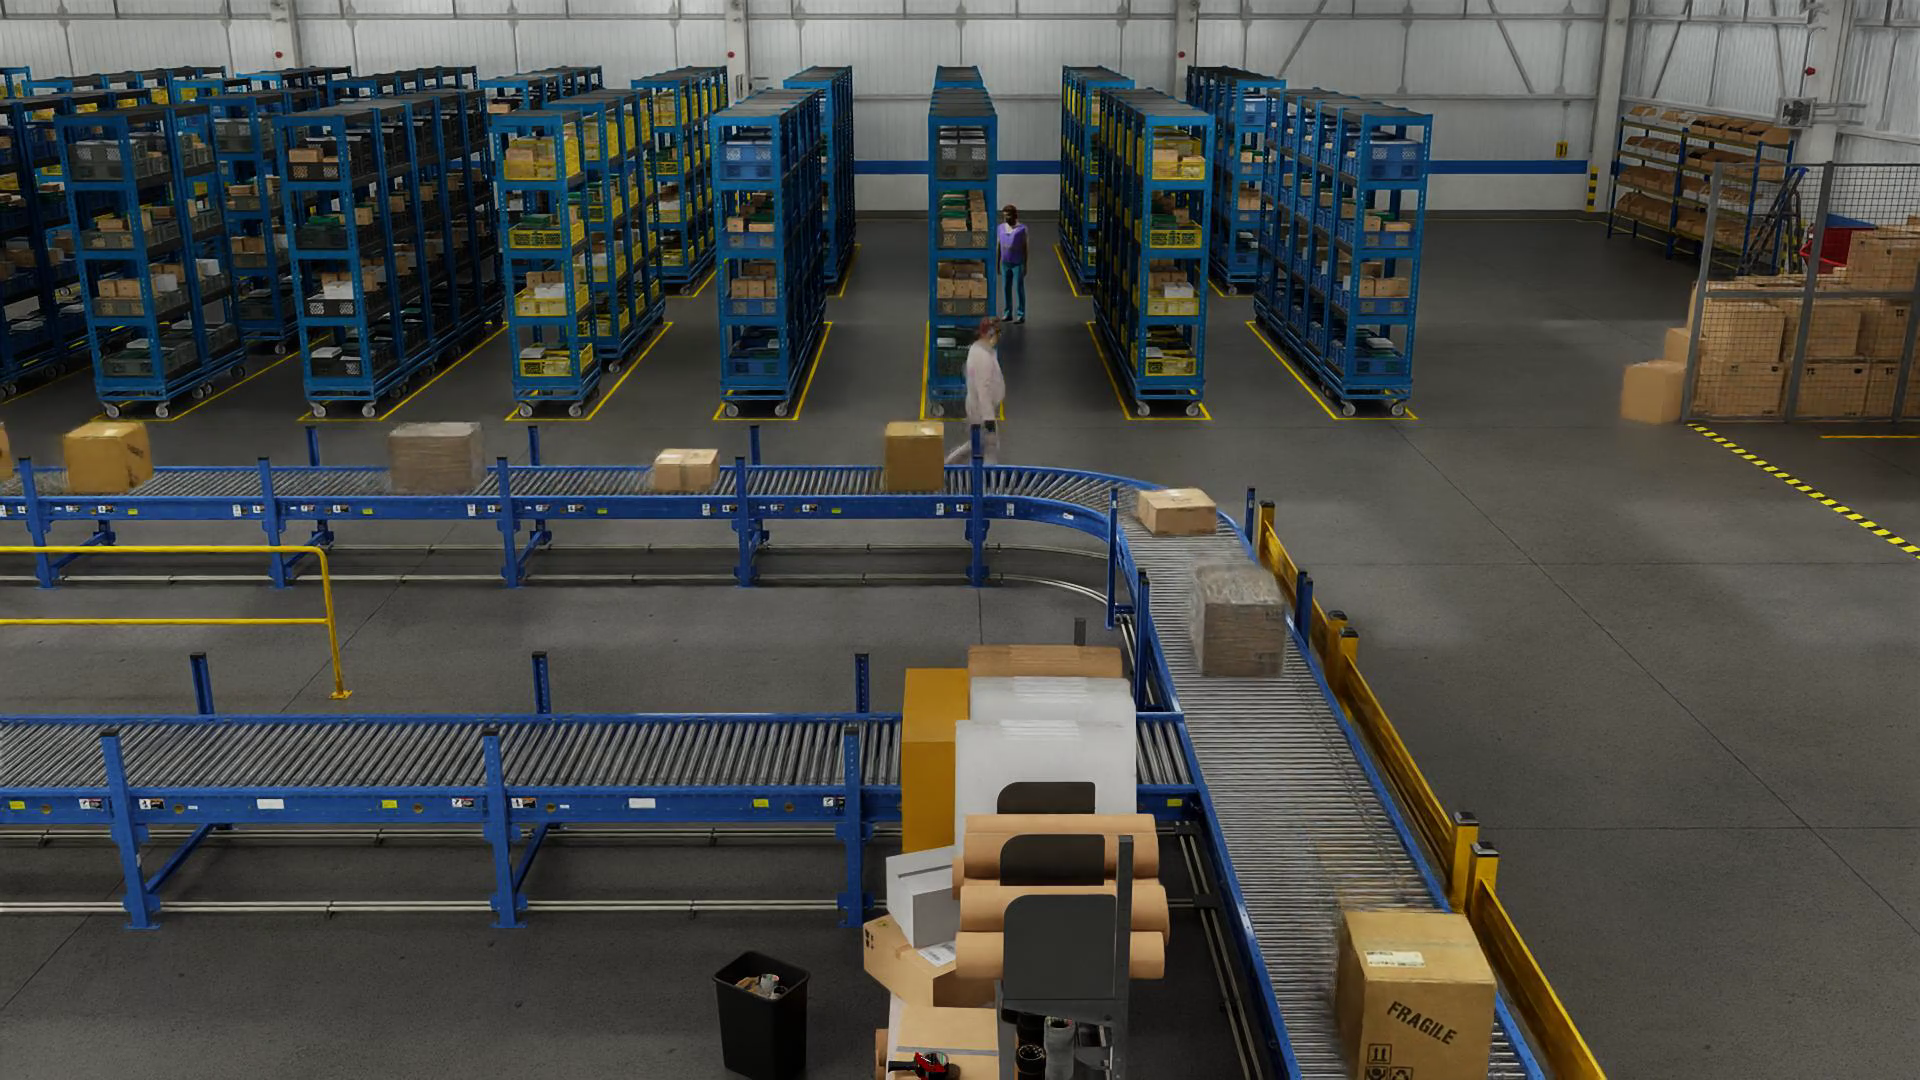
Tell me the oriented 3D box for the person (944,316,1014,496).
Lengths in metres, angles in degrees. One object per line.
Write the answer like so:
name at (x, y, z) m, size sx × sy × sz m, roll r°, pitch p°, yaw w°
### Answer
person at (0.147, -1.321, 16.686) m, size 0.765 × 1.878 × 0.646 m, roll 1°, pitch 18°, yaw 3°

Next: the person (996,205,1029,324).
person at (0.818, -4.298, 25.920) m, size 0.573 × 1.831 × 0.405 m, roll 11°, pitch 21°, yaw 31°
